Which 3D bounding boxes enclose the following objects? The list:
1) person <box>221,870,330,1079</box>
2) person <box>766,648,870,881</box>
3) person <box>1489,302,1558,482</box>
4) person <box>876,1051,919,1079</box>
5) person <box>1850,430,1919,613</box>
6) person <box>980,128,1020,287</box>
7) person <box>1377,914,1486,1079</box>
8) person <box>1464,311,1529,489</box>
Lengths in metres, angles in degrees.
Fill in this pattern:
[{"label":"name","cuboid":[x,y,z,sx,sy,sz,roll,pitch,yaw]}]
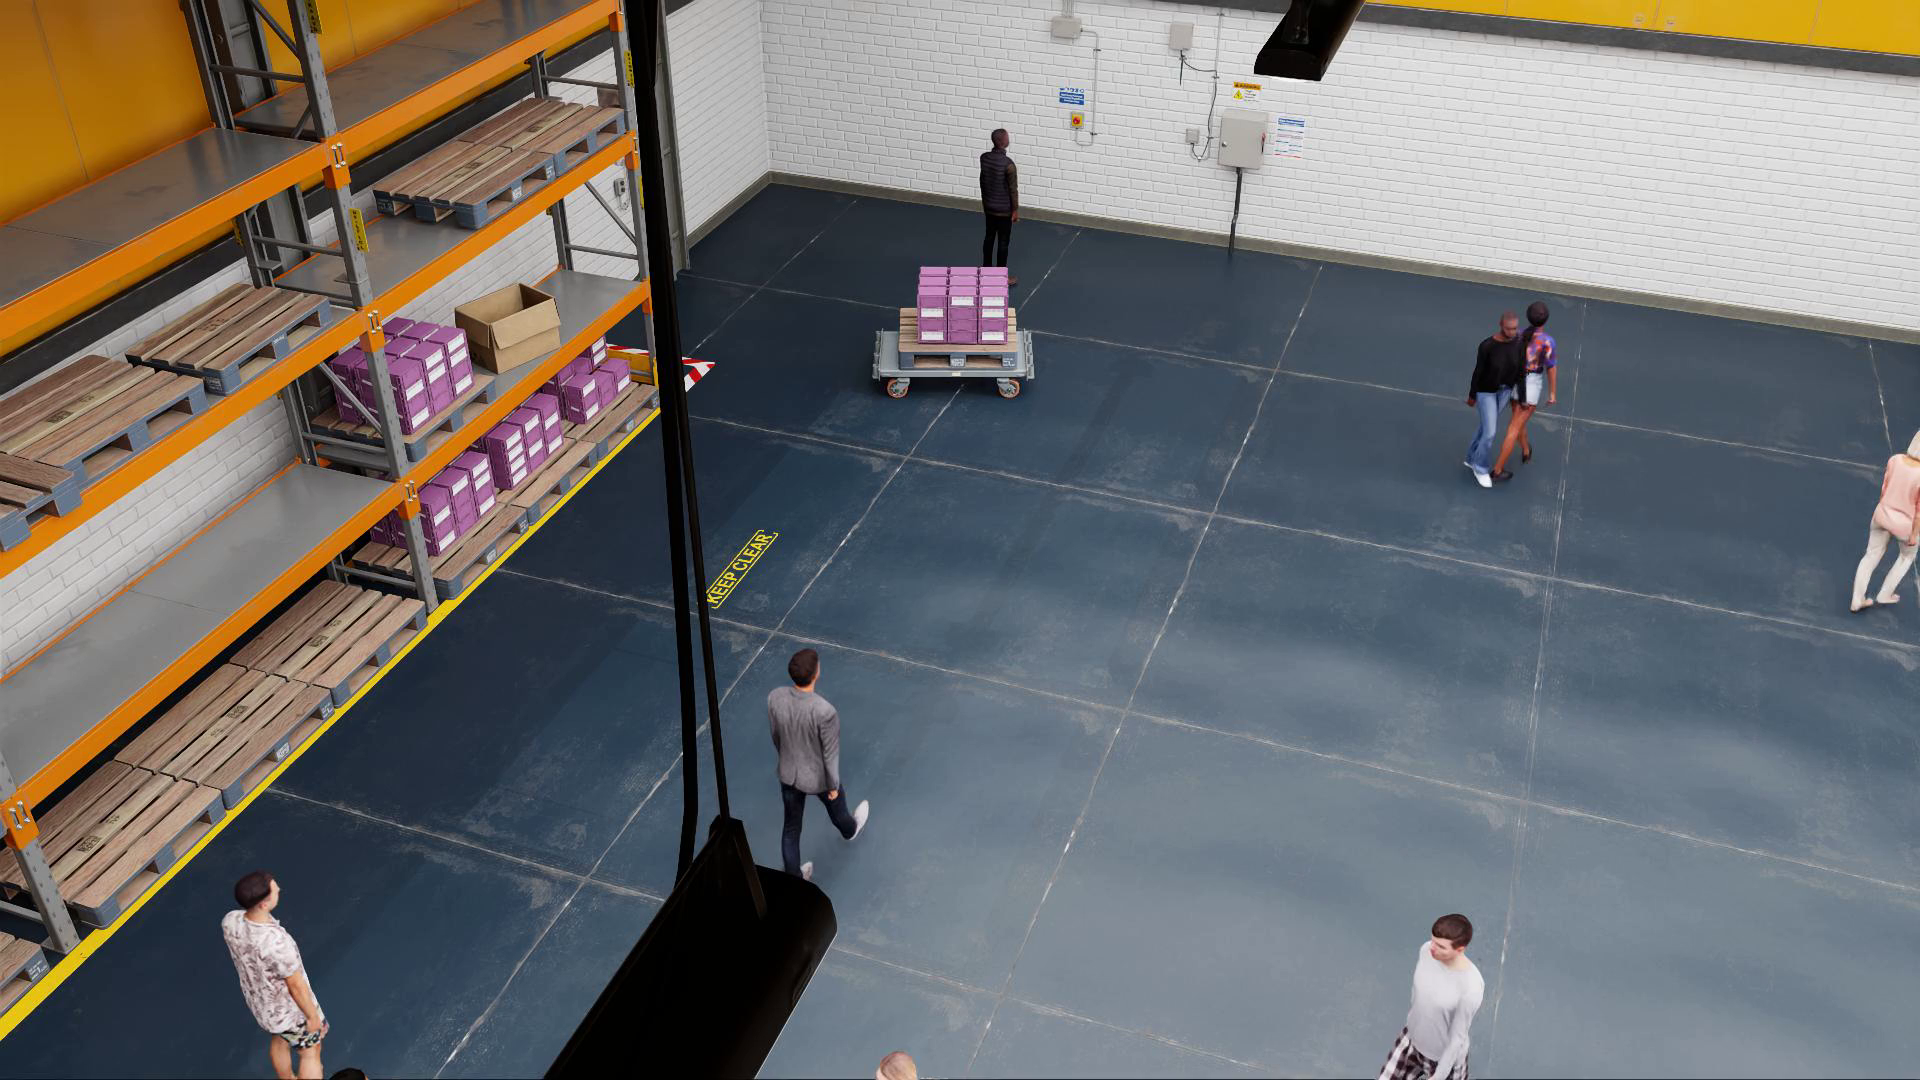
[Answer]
[{"label":"person","cuboid":[-3.838,2.572,9.359,0.712,1.811,0.636,18,38,25]},{"label":"person","cuboid":[-1.033,1.574,10.841,0.731,1.833,1.099,13,36,19]},{"label":"person","cuboid":[5.131,-1.333,15.332,1.110,1.702,0.928,-27,42,-34]},{"label":"person","cuboid":[-0.206,3.197,8.561,1.174,1.653,0.986,-25,41,-32]},{"label":"person","cuboid":[7.556,-0.133,13.518,0.863,1.712,0.800,-17,37,-24]},{"label":"person","cuboid":[0.434,-3.785,18.901,0.736,1.835,0.773,-29,43,-36]},{"label":"person","cuboid":[2.675,2.742,9.108,1.207,1.804,1.088,-17,37,-24]},{"label":"person","cuboid":[4.884,-1.386,15.391,0.841,1.725,0.908,-12,36,-18]}]
